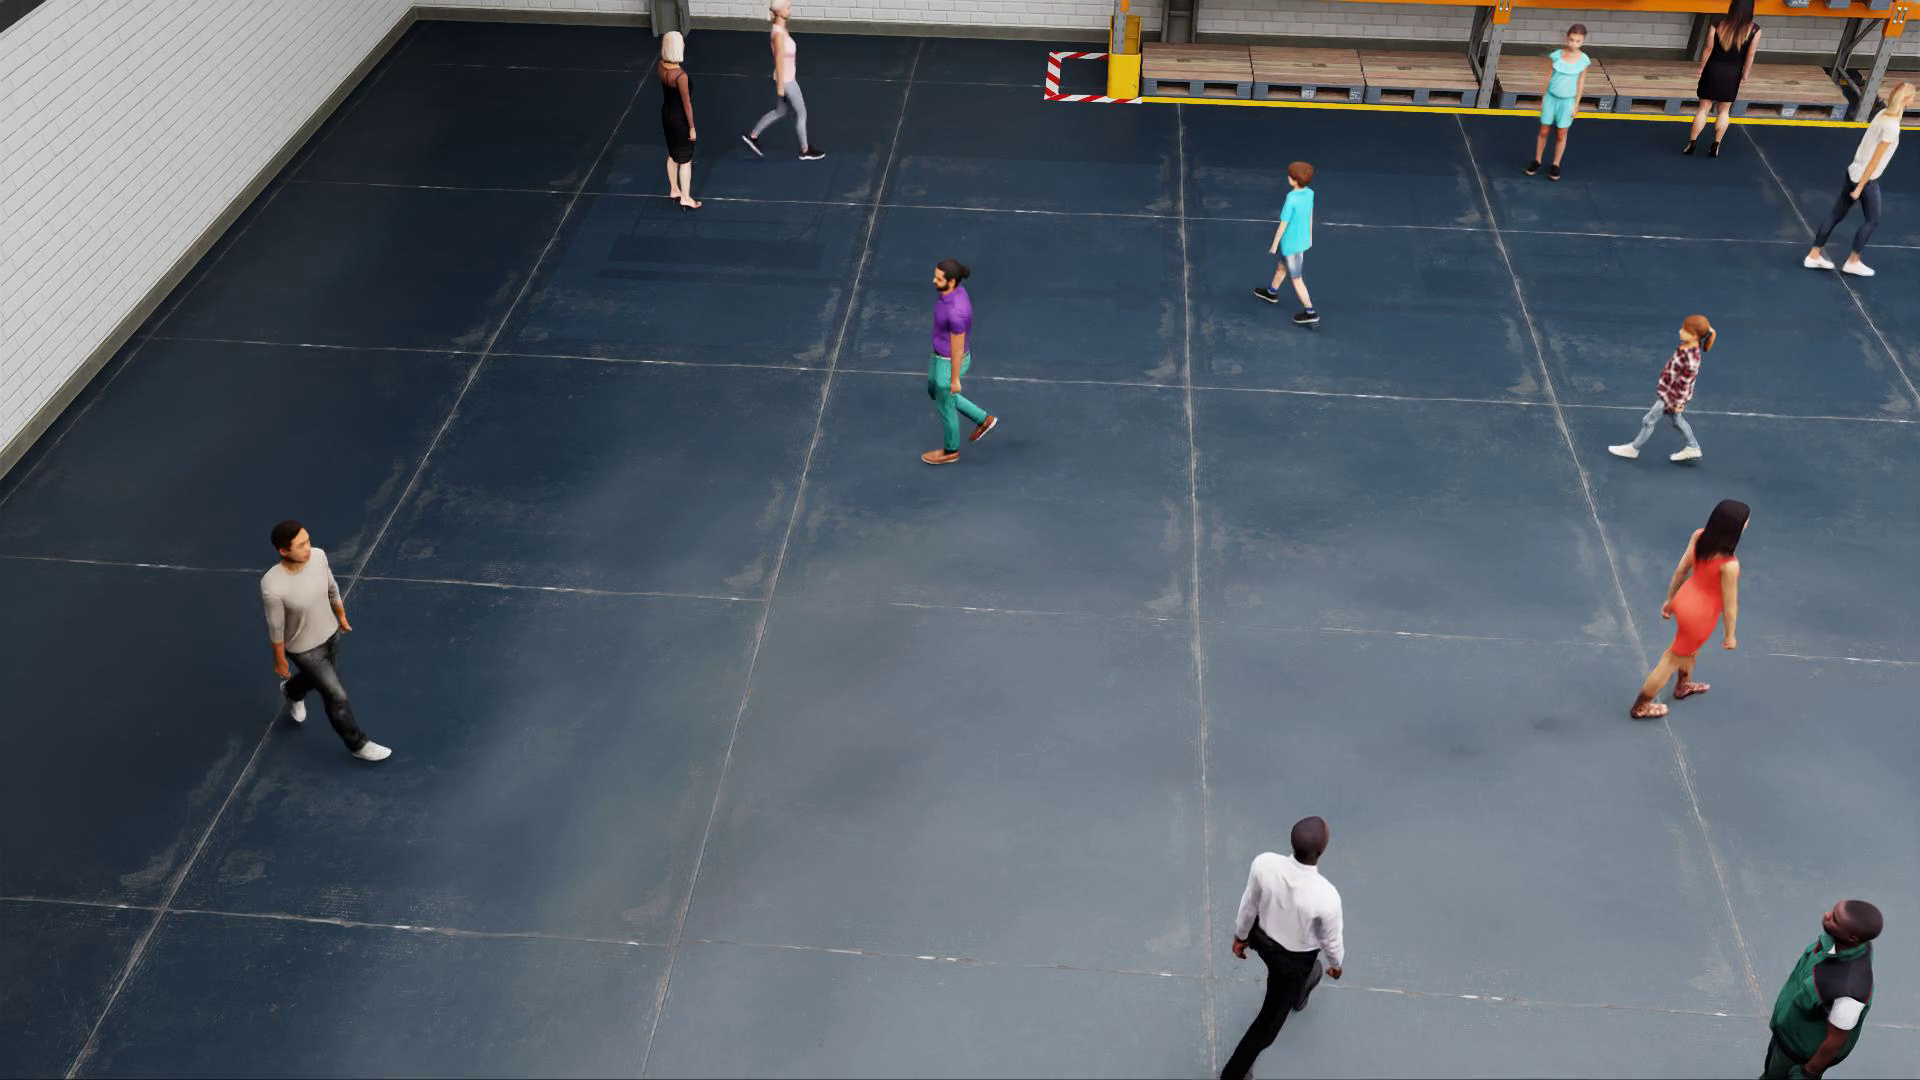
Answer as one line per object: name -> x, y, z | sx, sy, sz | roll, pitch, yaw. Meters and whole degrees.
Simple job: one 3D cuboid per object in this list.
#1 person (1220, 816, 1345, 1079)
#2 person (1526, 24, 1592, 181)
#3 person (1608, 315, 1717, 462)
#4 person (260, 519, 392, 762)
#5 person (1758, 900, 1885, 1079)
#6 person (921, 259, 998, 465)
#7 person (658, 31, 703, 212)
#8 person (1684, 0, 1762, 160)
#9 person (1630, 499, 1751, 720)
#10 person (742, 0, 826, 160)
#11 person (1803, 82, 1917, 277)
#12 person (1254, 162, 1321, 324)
person -> 1.534, 2.109, 8.180 | 1.263, 1.784, 1.217 | 29, 47, 31
person -> 5.931, -4.352, 16.450 | 0.580, 1.560, 0.683 | 19, 42, 22
person -> 5.491, -1.115, 12.619 | 0.949, 1.283, 0.657 | 11, 40, 13
person -> -4.024, 0.574, 10.112 | 1.229, 1.772, 0.953 | 17, 42, 20
person -> 4.011, 2.331, 7.860 | 0.692, 1.837, 0.750 | 14, 41, 17
person -> 0.029, -1.352, 12.537 | 0.895, 1.755, 0.729 | -5, 39, -6
person -> -2.694, -3.984, 15.842 | 0.716, 1.743, 0.655 | -28, 46, -30
person -> 7.660, -4.658, 16.706 | 0.601, 1.717, 0.754 | 11, 40, 13
person -> 4.470, 0.481, 10.288 | 0.888, 1.697, 0.700 | -4, 39, -6
person -> -1.836, -4.597, 16.643 | 1.097, 1.702, 0.673 | -3, 39, -4
person -> 7.943, -3.208, 14.838 | 0.797, 1.783, 0.628 | 6, 39, 8
person -> 2.937, -2.532, 14.288 | 1.023, 1.415, 0.889 | 29, 47, 32
